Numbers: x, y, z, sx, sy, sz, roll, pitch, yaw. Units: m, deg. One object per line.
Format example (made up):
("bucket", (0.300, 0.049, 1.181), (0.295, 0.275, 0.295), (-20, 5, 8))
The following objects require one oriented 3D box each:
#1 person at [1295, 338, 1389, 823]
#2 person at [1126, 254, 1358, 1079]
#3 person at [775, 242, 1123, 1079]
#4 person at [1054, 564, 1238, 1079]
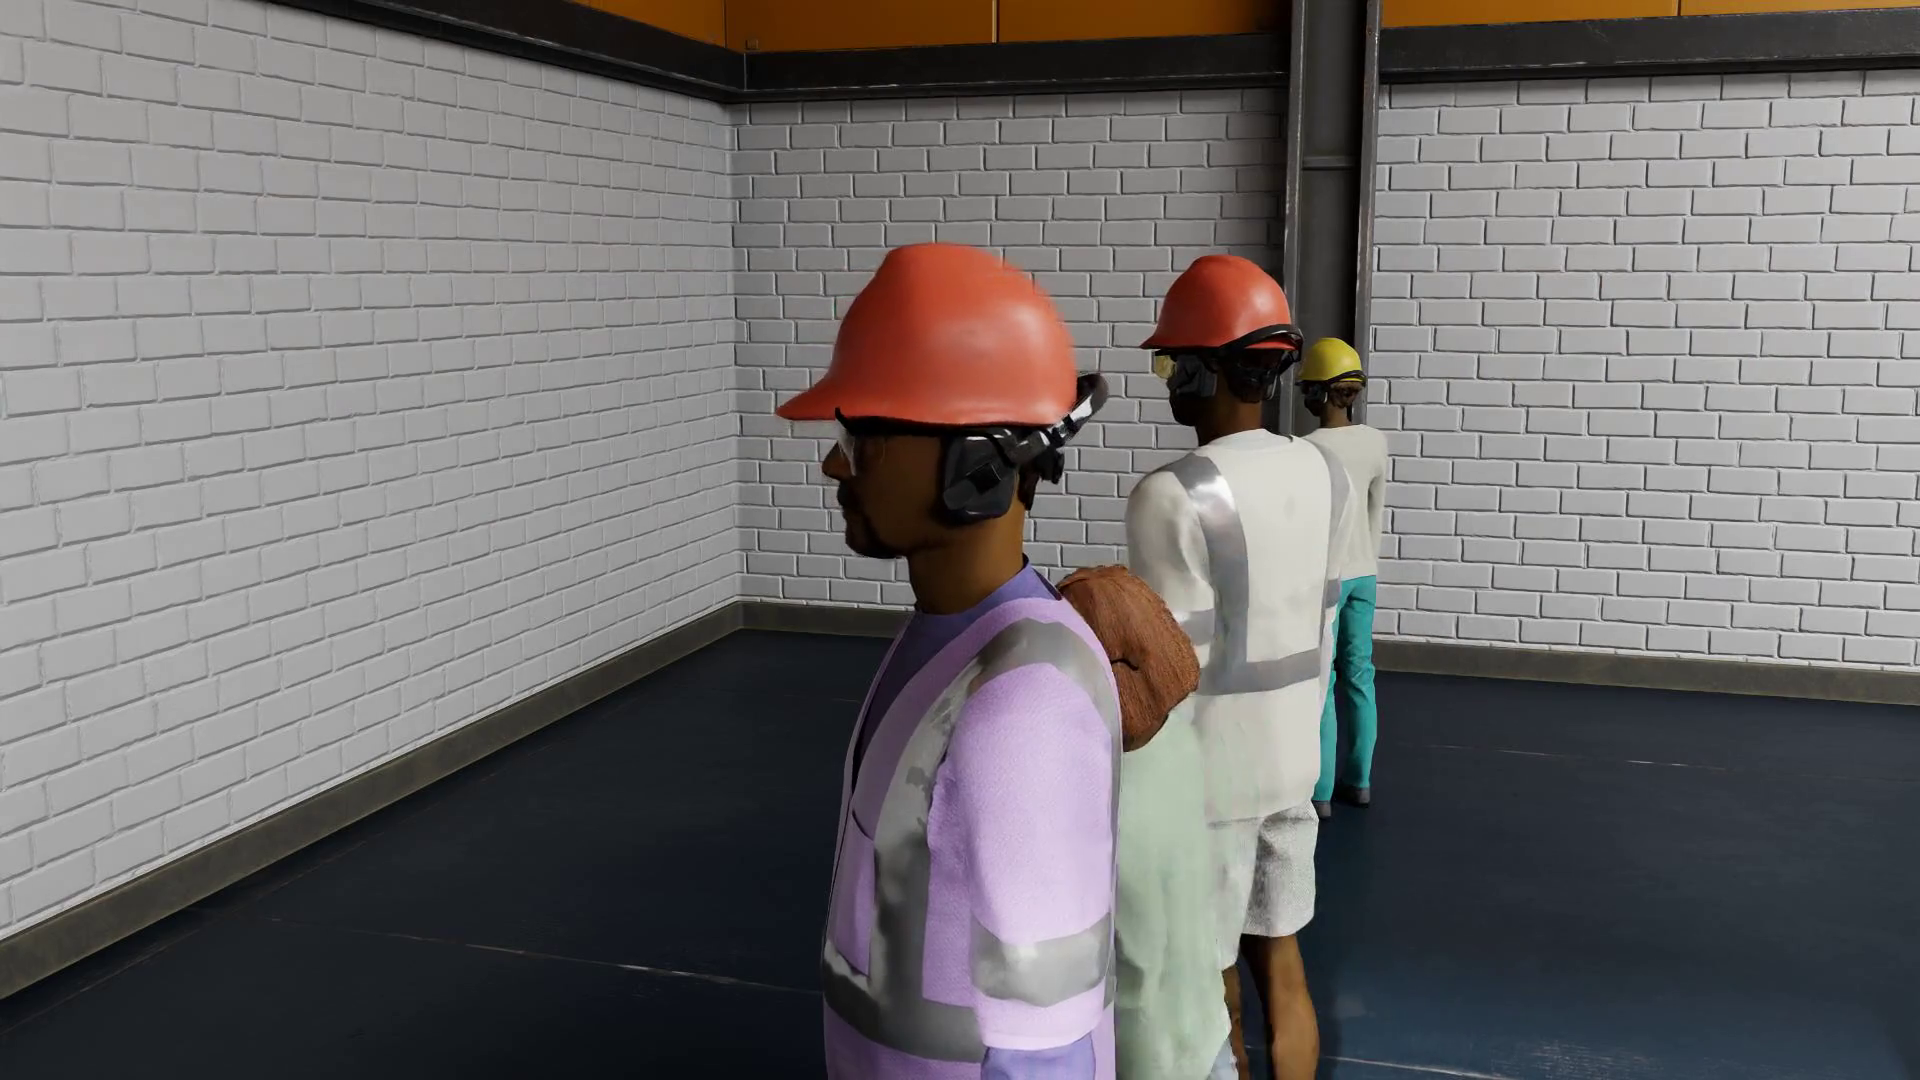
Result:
("person", (1.344, 0.148, 6.106), (0.524, 1.769, 0.316), (-7, 12, -37))
("person", (0.513, 0.467, 3.318), (0.606, 2.045, 0.389), (-9, 13, -43))
("person", (-0.011, 0.700, 1.891), (0.365, 2.047, 0.608), (-1, 9, -9))
("person", (0.275, 0.810, 2.635), (0.902, 1.576, 0.514), (5, 10, 26))
